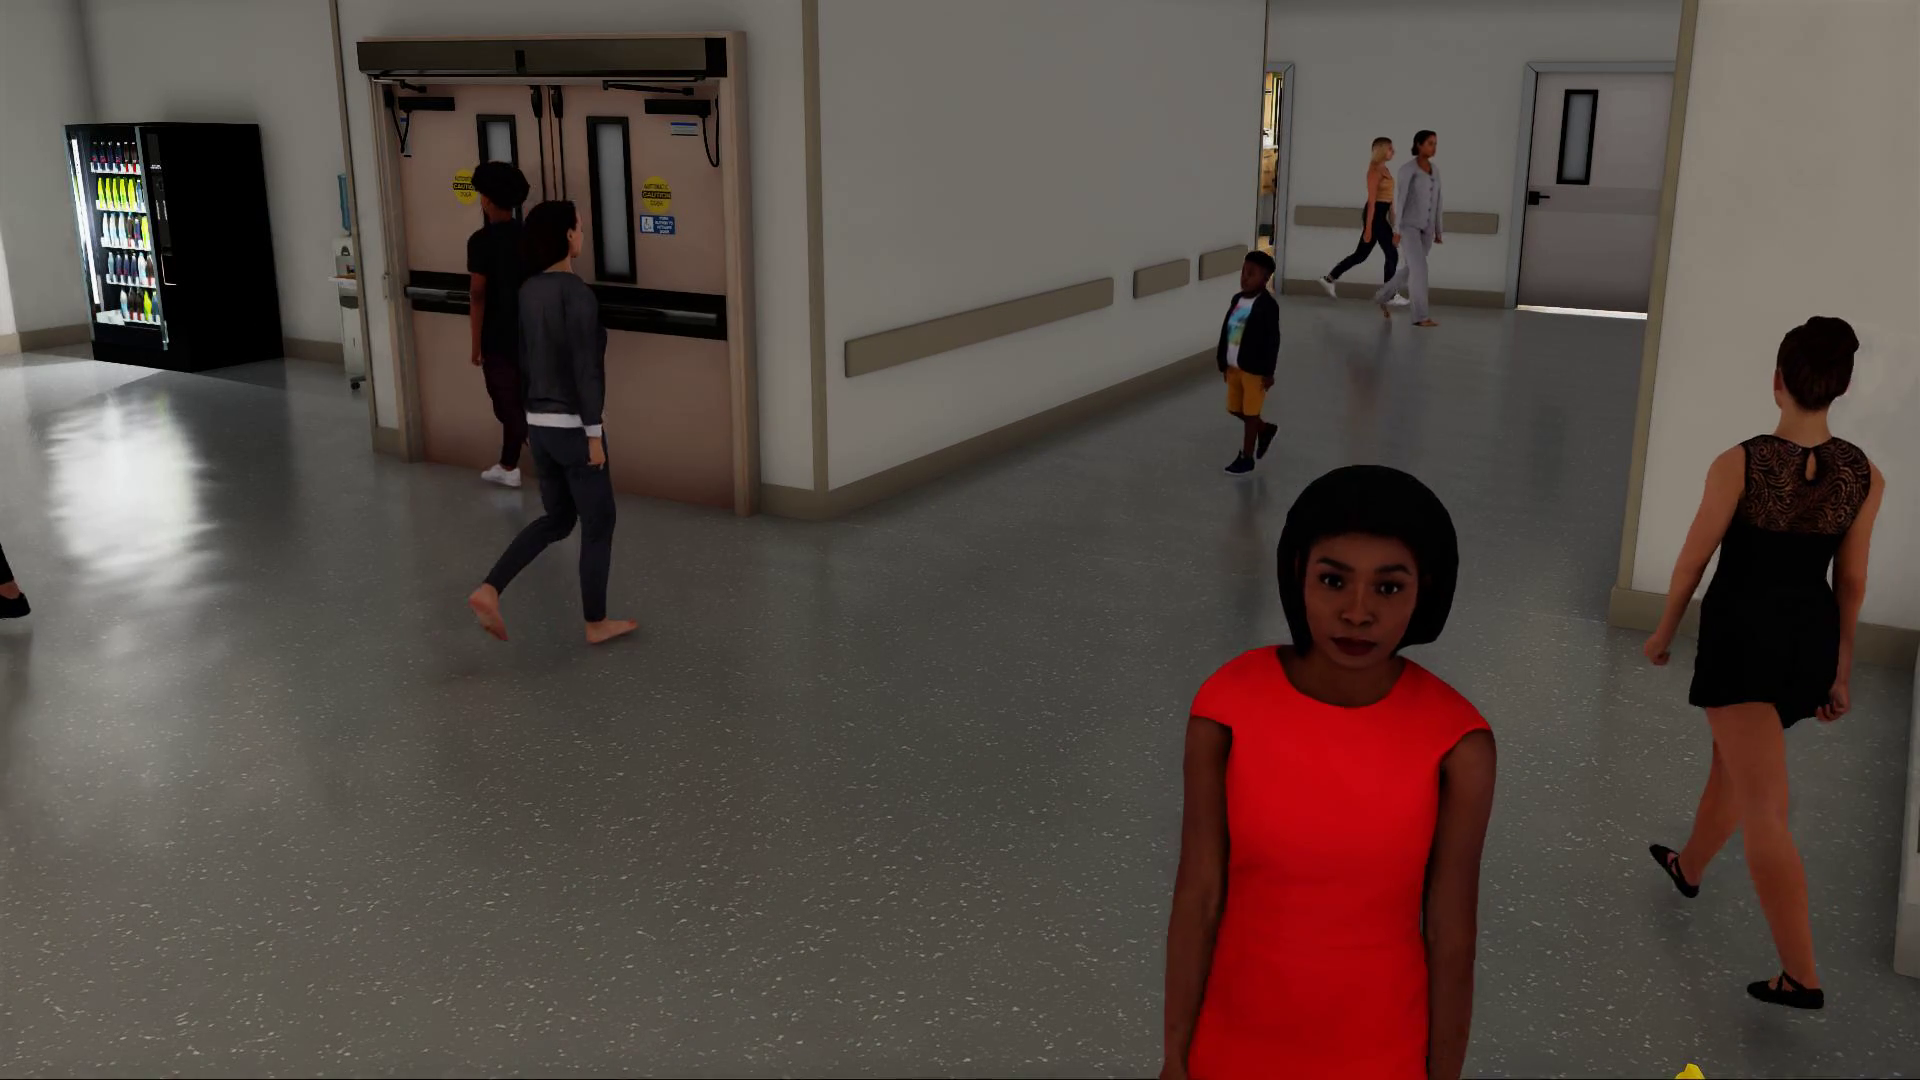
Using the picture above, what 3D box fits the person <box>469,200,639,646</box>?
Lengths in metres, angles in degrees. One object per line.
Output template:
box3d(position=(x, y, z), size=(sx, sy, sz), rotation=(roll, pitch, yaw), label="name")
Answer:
box3d(position=(-1.587, -0.406, 6.408), size=(0.907, 1.752, 0.786), rotation=(13, 21, 39), label="person")

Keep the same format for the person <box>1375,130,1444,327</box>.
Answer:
box3d(position=(4.030, -2.791, 14.954), size=(0.980, 1.706, 1.208), rotation=(-10, 18, -31), label="person")

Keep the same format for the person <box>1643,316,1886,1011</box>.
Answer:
box3d(position=(1.983, 0.330, 4.023), size=(1.144, 1.631, 1.068), rotation=(-1, 16, -4), label="person")

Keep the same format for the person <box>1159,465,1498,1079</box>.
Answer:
box3d(position=(0.519, 0.723, 2.449), size=(0.727, 1.729, 0.741), rotation=(5, 16, 16), label="person")

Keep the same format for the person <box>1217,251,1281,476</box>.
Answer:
box3d(position=(1.693, -1.014, 9.467), size=(0.739, 1.264, 0.721), rotation=(-11, 19, -33), label="person")

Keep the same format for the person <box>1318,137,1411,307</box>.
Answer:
box3d(position=(3.932, -3.048, 16.077), size=(1.169, 1.592, 0.621), rotation=(7, 17, 24), label="person")
